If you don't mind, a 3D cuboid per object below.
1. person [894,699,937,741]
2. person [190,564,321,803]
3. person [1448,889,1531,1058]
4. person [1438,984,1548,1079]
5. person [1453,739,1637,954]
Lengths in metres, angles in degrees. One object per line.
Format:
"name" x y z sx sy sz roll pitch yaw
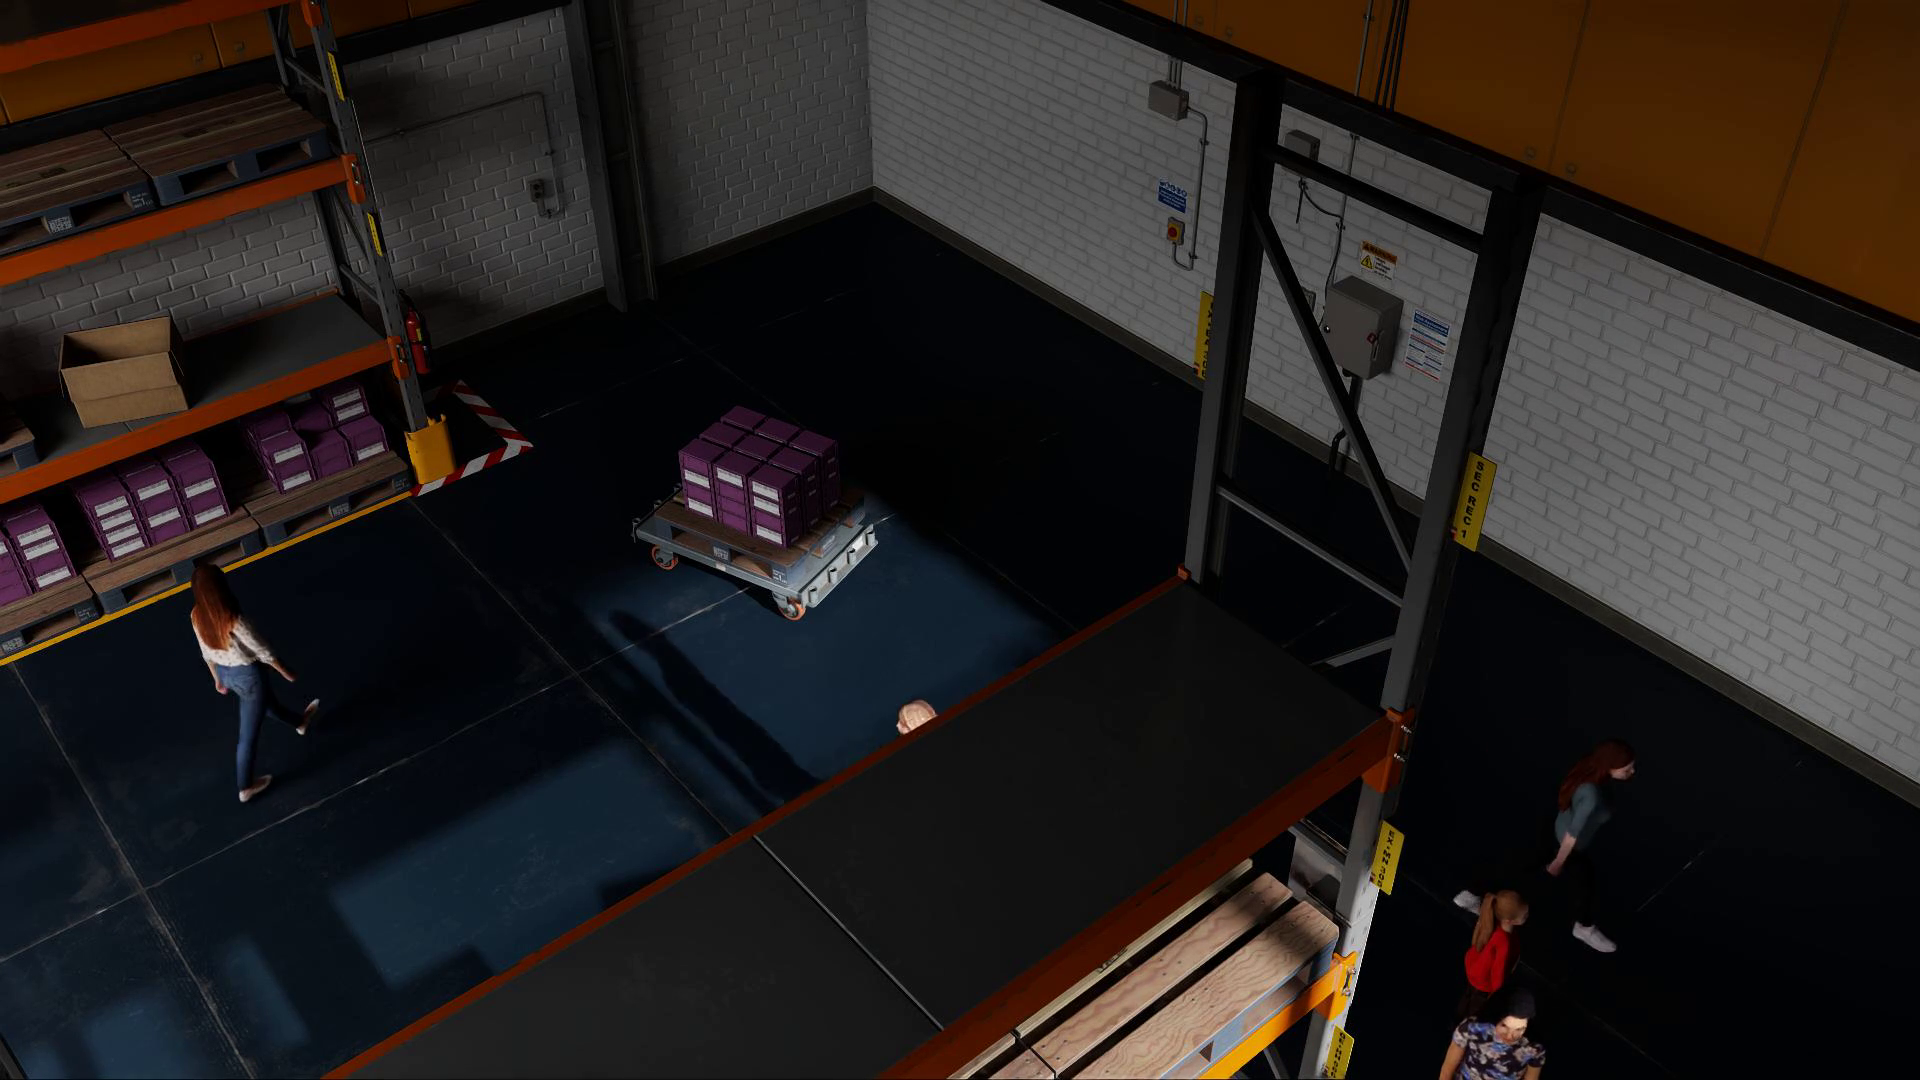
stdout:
"person" -0.131 1.554 9.521 1.063 1.698 0.788 -13 41 -16
"person" -4.503 0.921 10.321 0.904 1.688 1.172 17 42 20
"person" 2.821 2.309 8.909 0.627 1.282 0.562 5 39 6
"person" 2.543 2.699 8.064 0.675 1.726 0.699 10 40 12
"person" 3.336 1.688 9.358 1.087 1.692 1.220 13 40 15
